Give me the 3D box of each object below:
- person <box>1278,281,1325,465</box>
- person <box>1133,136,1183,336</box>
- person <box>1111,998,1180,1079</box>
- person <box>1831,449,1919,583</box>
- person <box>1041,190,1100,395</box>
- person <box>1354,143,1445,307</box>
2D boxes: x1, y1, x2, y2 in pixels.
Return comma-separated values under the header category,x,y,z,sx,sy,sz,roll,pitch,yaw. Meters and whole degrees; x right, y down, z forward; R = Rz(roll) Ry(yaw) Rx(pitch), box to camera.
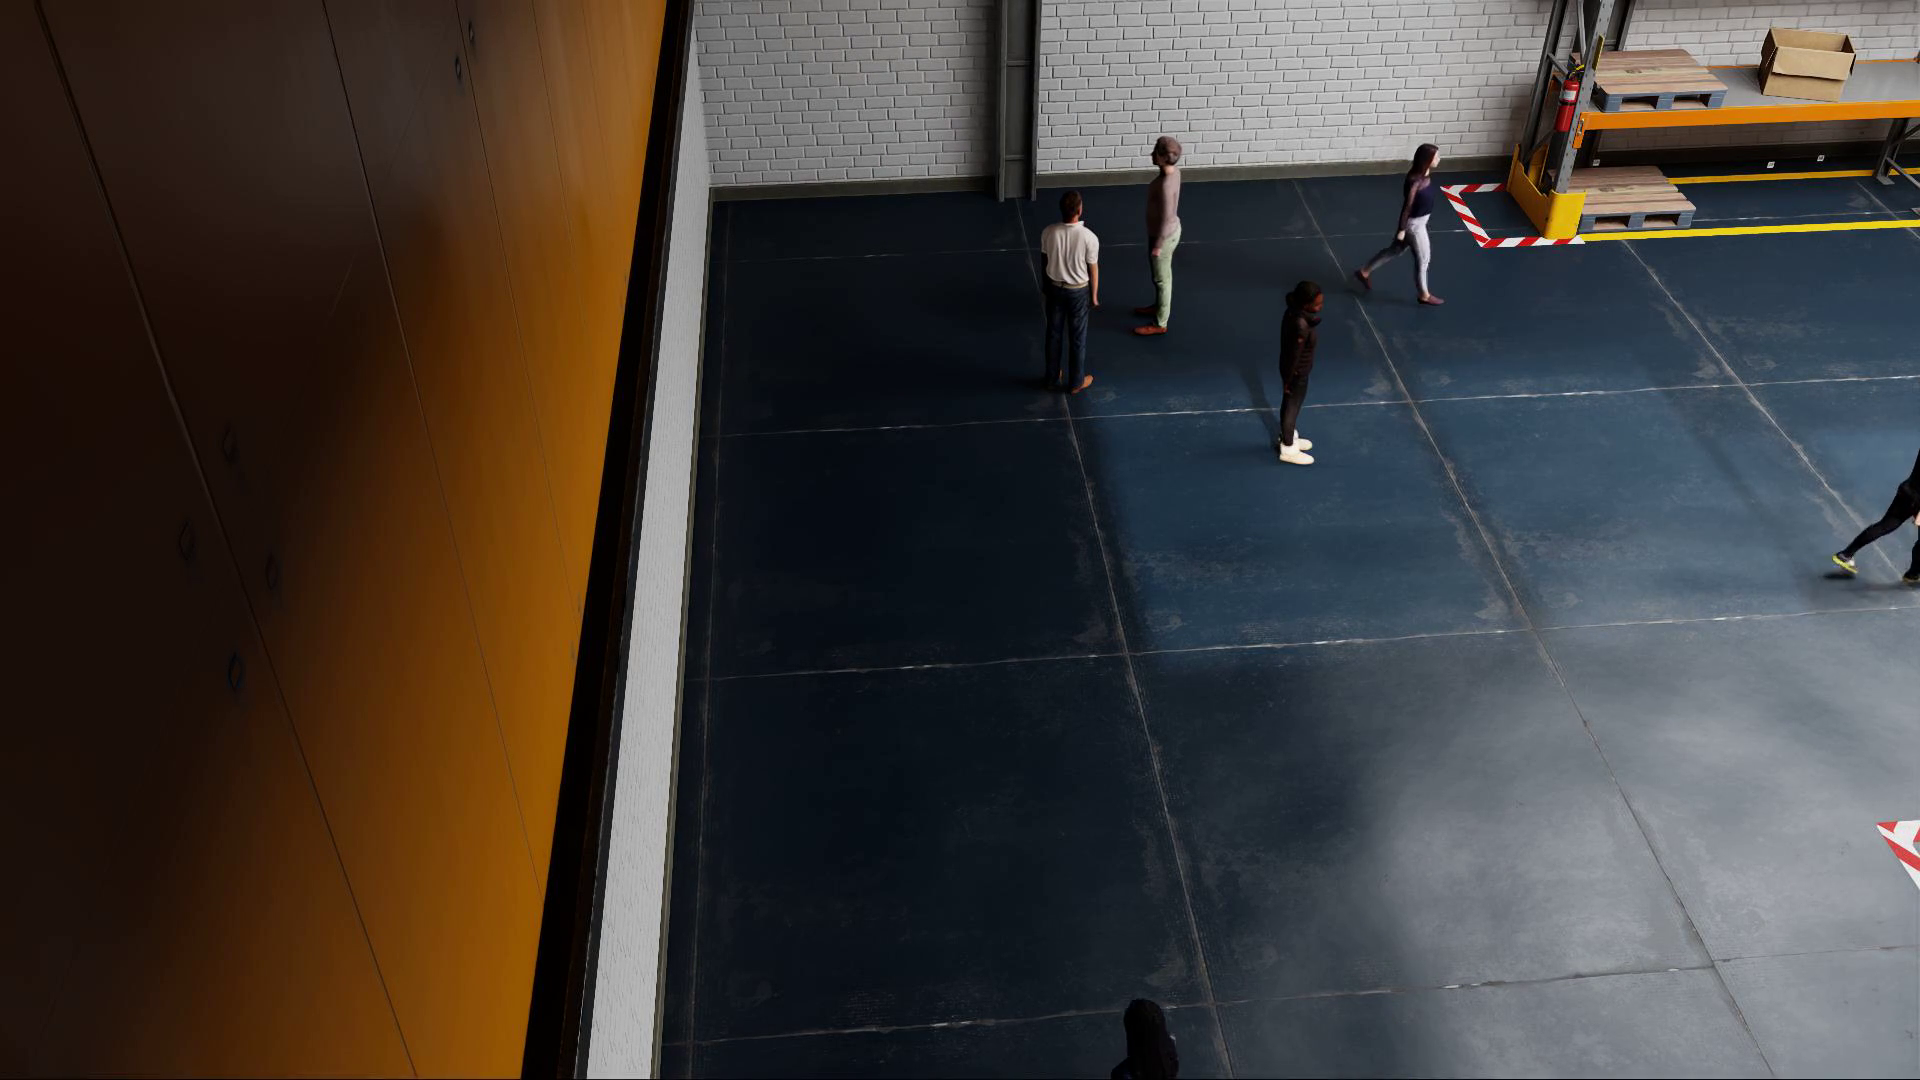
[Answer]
category,x,y,z,sx,sy,sz,roll,pitch,yaw
person,2.675,-1.353,13.334,0.659,1.664,0.589,-1,39,-1
person,1.816,-2.729,14.887,0.693,1.876,0.737,6,39,8
person,0.933,2.880,7.992,0.734,1.717,0.791,-27,46,-29
person,6.923,-0.305,12.139,1.024,1.519,0.613,0,39,0
person,0.909,-2.099,14.114,0.692,1.856,0.811,16,41,19
person,4.108,-2.901,15.346,1.176,1.573,0.922,13,40,16
